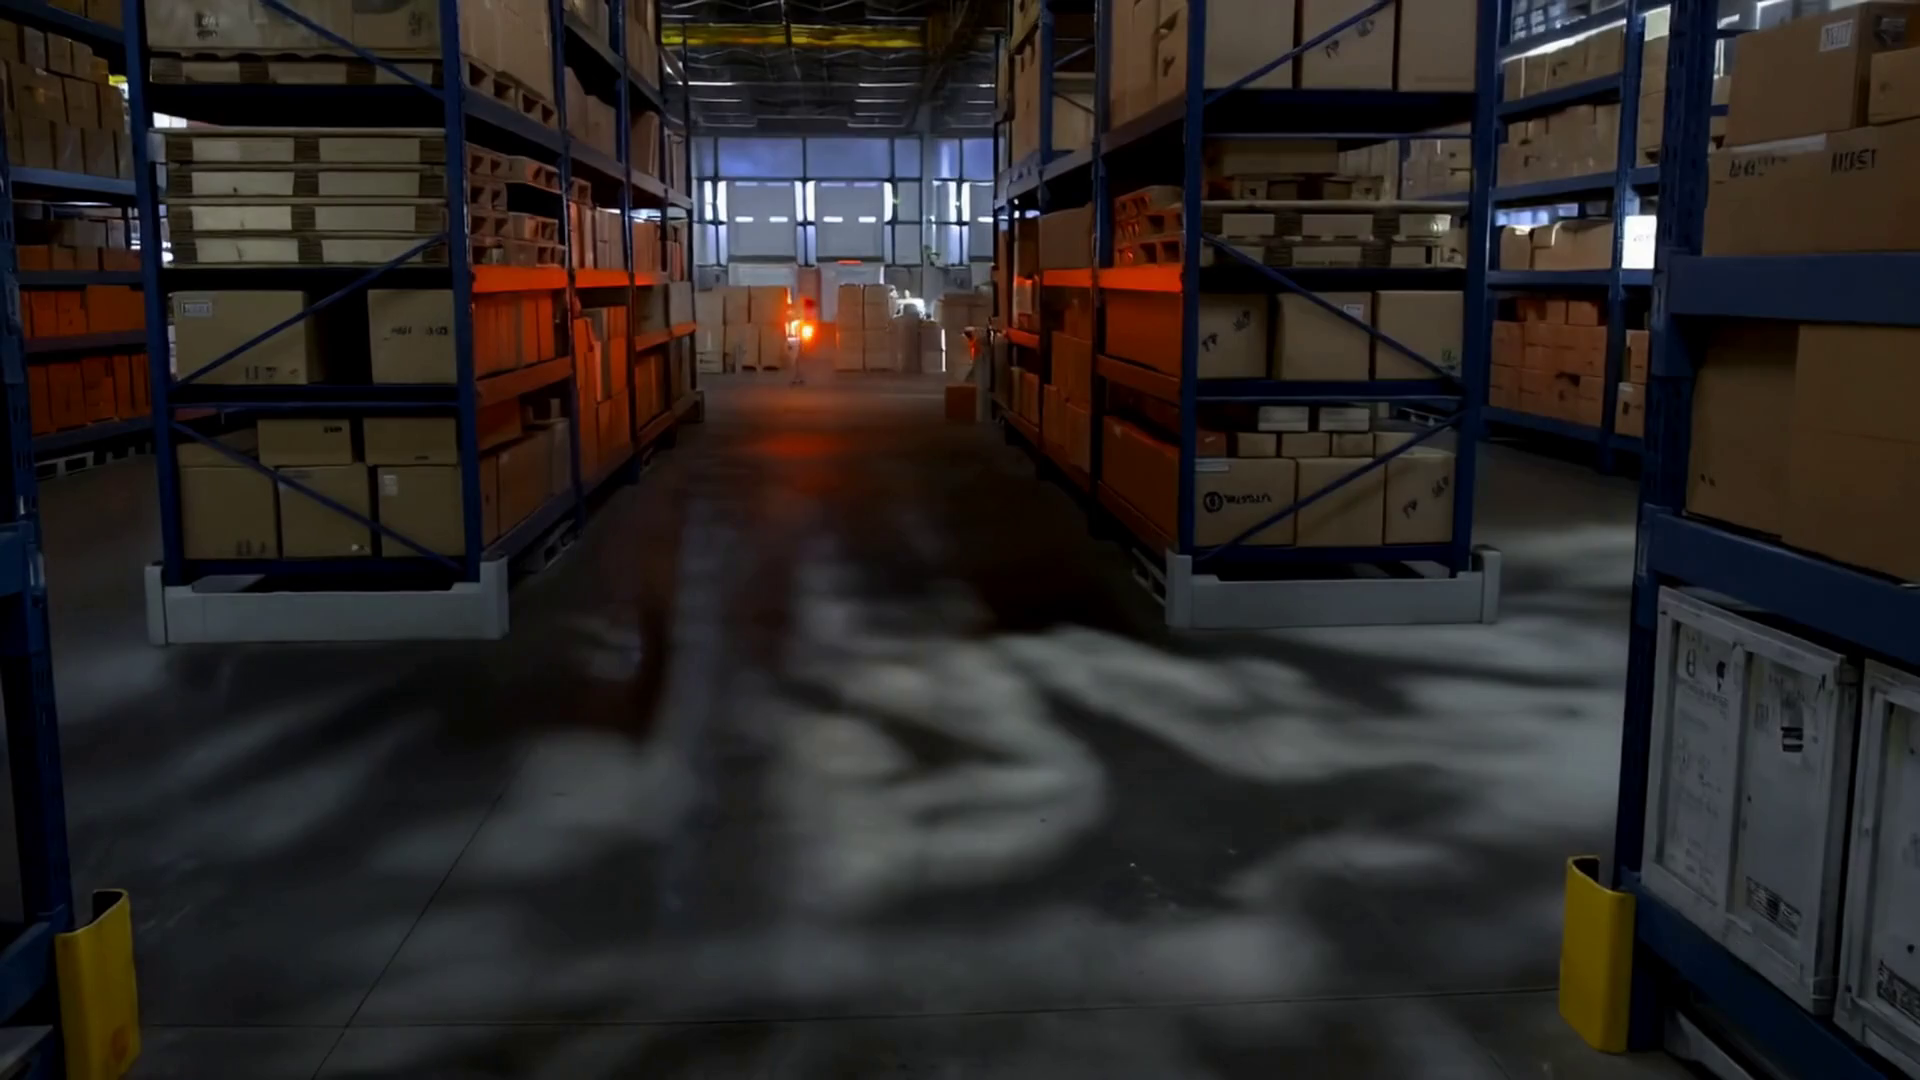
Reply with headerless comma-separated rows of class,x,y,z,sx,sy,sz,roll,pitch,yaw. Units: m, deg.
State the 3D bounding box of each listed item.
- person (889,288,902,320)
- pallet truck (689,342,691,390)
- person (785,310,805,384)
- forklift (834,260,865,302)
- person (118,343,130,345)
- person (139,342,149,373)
person,-2.306,-7.815,57.892,0.631,1.931,0.383,3,10,20
pallet truck,-5.225,-3.008,27.480,1.885,1.965,0.823,2,9,14
person,-3.562,-4.156,35.903,0.432,1.610,0.522,-9,13,-44
forklift,-3.397,-7.253,51.372,1.129,2.768,1.873,-1,9,-4
person,-16.794,-3.893,33.477,0.563,1.856,0.656,3,9,17
person,-17.309,-3.959,34.653,0.817,1.594,0.543,-7,11,-36
